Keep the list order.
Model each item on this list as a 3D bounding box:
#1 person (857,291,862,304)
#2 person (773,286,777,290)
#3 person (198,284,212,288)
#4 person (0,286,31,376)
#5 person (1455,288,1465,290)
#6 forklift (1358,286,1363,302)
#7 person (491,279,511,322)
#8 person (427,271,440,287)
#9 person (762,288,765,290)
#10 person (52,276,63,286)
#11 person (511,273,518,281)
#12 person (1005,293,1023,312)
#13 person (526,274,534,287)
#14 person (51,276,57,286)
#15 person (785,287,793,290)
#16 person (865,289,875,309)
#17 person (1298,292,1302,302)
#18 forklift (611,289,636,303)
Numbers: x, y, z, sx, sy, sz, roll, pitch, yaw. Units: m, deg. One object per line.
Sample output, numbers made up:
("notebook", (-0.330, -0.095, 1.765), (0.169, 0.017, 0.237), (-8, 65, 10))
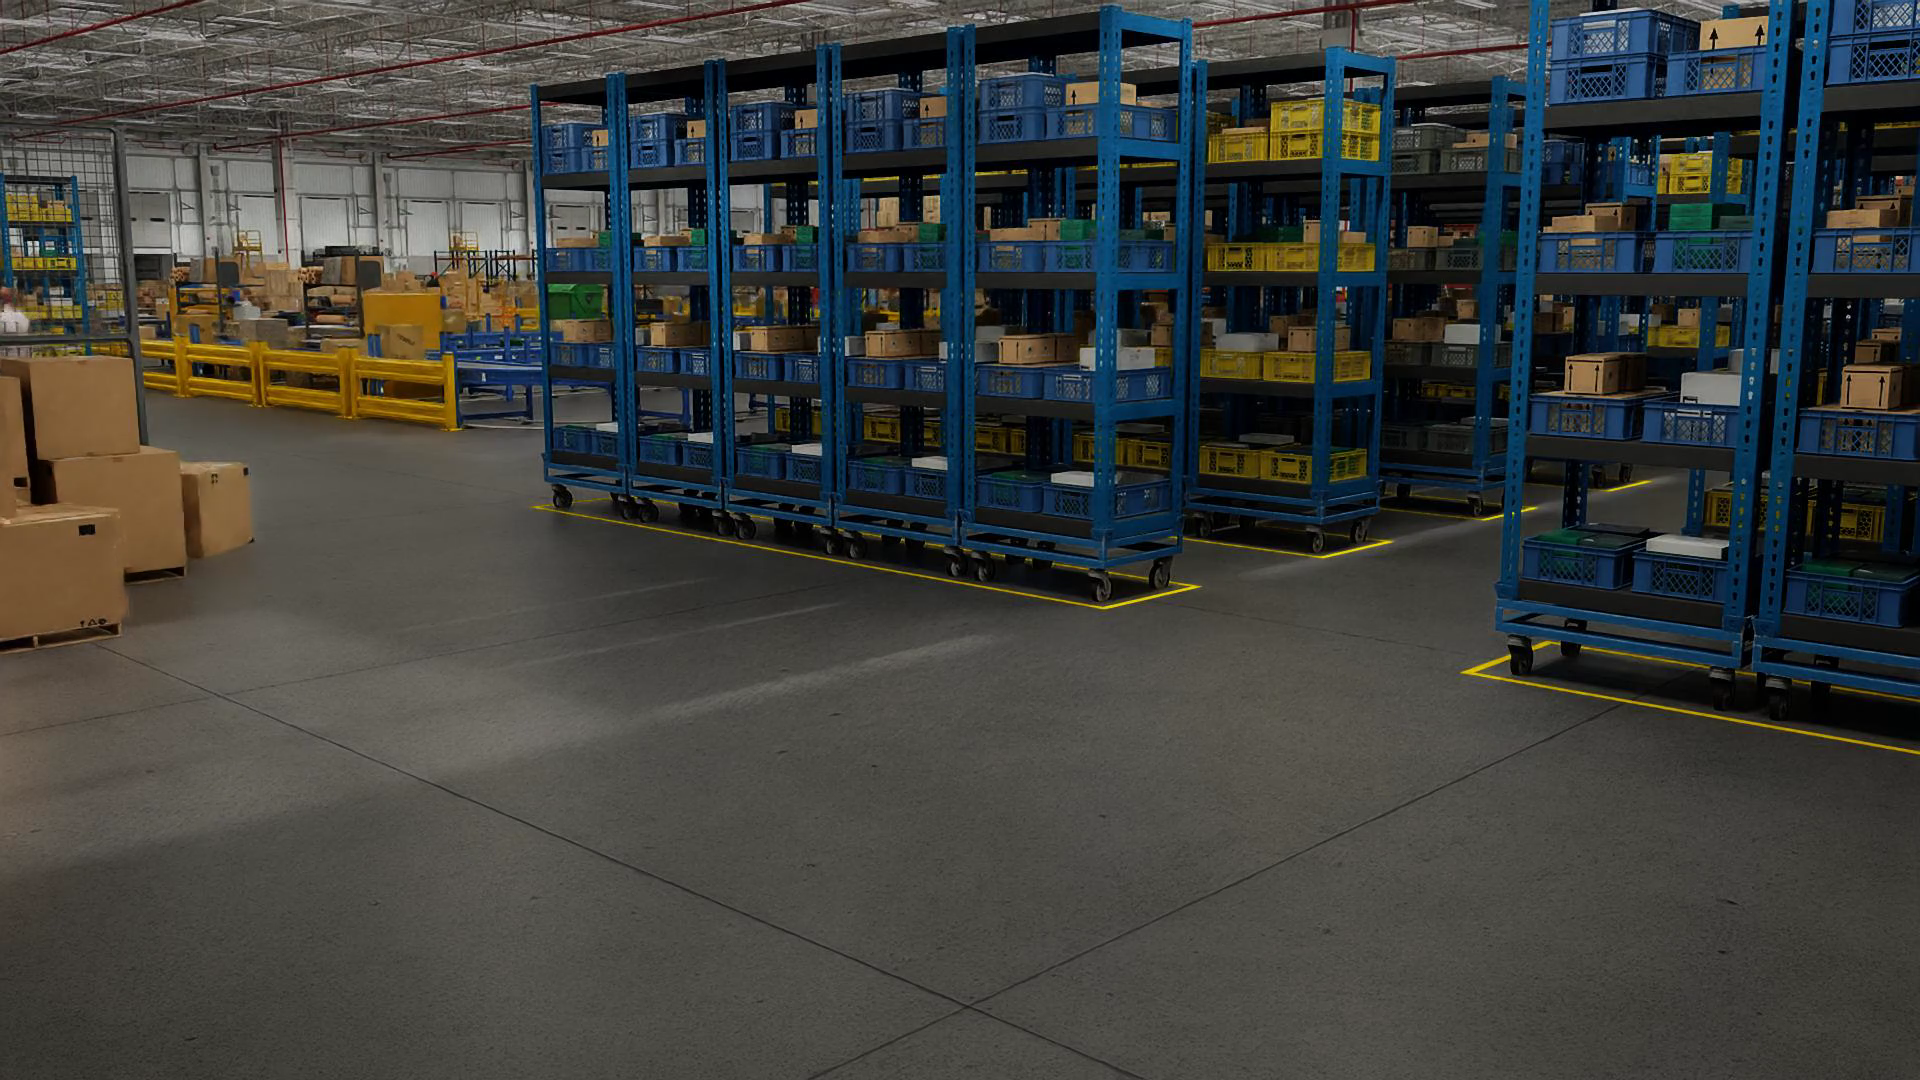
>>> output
("person", (-3.590, -8.622, 60.132), (0.621, 1.791, 0.660), (1, 9, 8))
("person", (-8.210, -10.619, 71.866), (0.601, 1.954, 0.456), (-2, 9, -10))
("person", (-37.247, -12.227, 82.115), (0.645, 1.838, 0.430), (-3, 10, -15))
("person", (-11.008, -2.010, 19.328), (0.833, 1.877, 0.650), (0, 9, 2))
("person", (19.631, -9.606, 65.433), (0.390, 2.034, 0.605), (-1, 9, -8))
("forklift", (11.100, -7.017, 46.970), (1.873, 2.768, 1.129), (9, 13, 43))
("person", (-16.518, -8.514, 59.642), (0.863, 1.726, 0.562), (-8, 12, -40))
("person", (-18.734, -8.589, 59.314), (0.621, 1.992, 0.397), (5, 11, 29))
("person", (-7.233, -8.825, 61.848), (0.914, 1.640, 0.541), (1, 9, 6))
("person", (-34.504, -9.247, 63.699), (0.548, 1.896, 1.019), (3, 10, 16))
("person", (-22.957, -12.814, 85.578), (1.004, 1.867, 0.613), (-6, 11, -34))
("person", (0.627, -2.263, 21.060), (0.403, 1.825, 0.630), (0, 9, 1))
("person", (-19.899, -11.418, 77.124), (0.440, 1.842, 0.657), (-8, 13, -42))
("person", (-38.322, -10.406, 70.628), (0.634, 1.937, 0.355), (-2, 10, -13))
("person", (-8.041, -11.619, 78.326), (0.528, 1.854, 0.452), (5, 10, 27))
("person", (-3.274, -8.458, 59.471), (0.582, 1.673, 0.526), (3, 10, 18))
("person", (11.677, -8.149, 57.885), (0.872, 1.580, 0.589), (-6, 11, -32))
("forklift", (-17.848, -13.503, 86.733), (1.873, 2.768, 1.129), (9, 13, 43))
